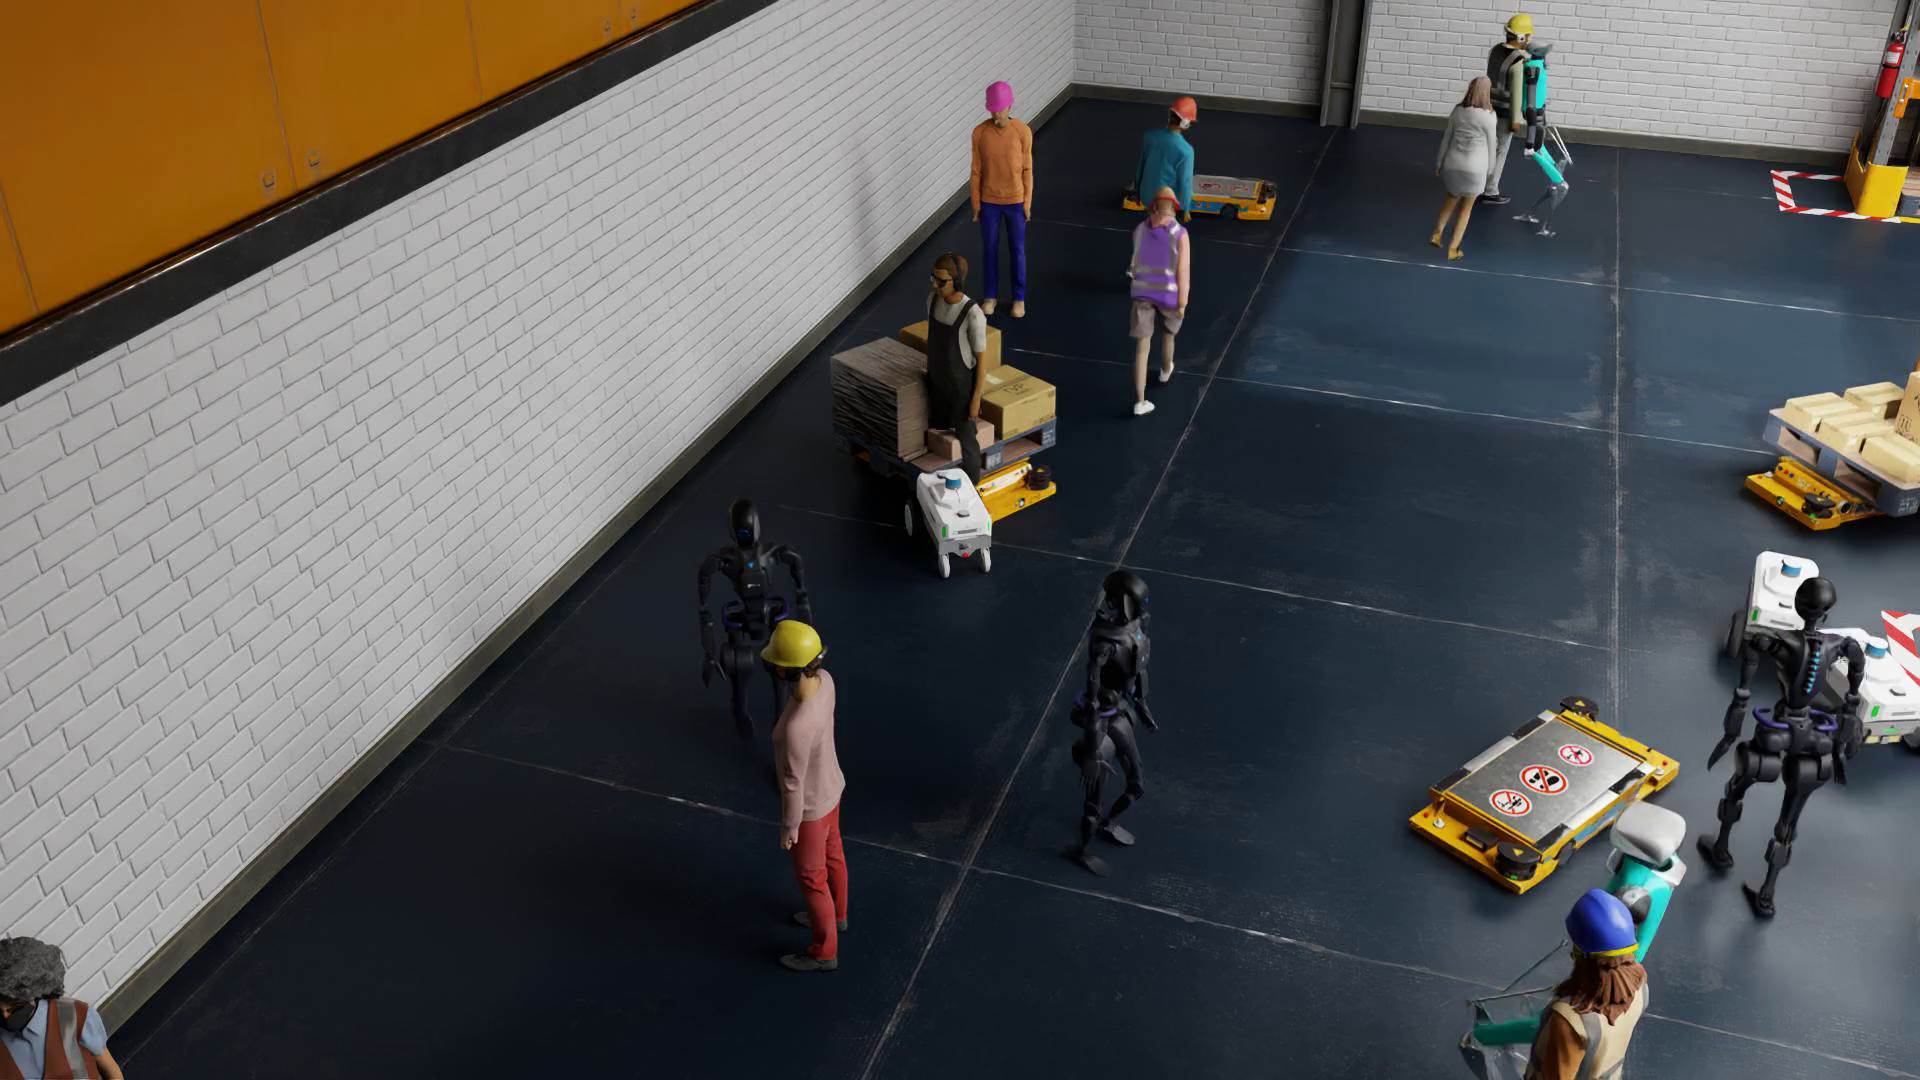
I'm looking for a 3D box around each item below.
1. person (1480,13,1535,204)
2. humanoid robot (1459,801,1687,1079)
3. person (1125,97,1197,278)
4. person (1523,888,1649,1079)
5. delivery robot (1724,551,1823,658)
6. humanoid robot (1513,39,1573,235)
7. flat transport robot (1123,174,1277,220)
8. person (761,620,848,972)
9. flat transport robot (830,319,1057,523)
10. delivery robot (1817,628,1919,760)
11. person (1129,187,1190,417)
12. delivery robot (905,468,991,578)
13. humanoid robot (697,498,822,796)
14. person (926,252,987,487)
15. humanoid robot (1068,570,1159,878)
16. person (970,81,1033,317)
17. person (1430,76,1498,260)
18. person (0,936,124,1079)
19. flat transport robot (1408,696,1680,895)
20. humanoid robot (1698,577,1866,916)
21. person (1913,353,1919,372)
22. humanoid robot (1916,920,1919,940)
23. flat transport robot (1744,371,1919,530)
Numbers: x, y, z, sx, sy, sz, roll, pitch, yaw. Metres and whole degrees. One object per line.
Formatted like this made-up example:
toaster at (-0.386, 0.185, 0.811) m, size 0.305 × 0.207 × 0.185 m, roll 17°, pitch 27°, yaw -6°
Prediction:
person at (5.312, -4.211, 16.260) m, size 0.403 × 1.824 × 0.594 m, roll -5°, pitch 31°, yaw -9°
humanoid robot at (2.227, 1.695, 6.332) m, size 0.697 × 1.833 × 0.536 m, roll 19°, pitch 36°, yaw 29°
person at (1.761, -2.915, 14.151) m, size 0.426 × 1.712 × 0.592 m, roll -19°, pitch 36°, yaw -29°
person at (2.118, 1.946, 5.828) m, size 0.478 × 1.772 × 0.321 m, roll -20°, pitch 36°, yaw -30°
delivery robot at (4.776, 0.386, 9.679) m, size 0.499 × 0.586 × 0.783 m, roll 13°, pitch 33°, yaw 21°
humanoid robot at (5.549, -3.737, 15.556) m, size 0.793 × 1.791 × 0.530 m, roll 12°, pitch 32°, yaw 19°
flat transport robot at (2.371, -3.391, 16.394) m, size 1.431 × 0.231 × 0.659 m, roll 7°, pitch 31°, yaw 13°
person at (-0.674, 1.114, 7.263) m, size 0.327 × 1.760 × 0.525 m, roll 6°, pitch 31°, yaw 10°
flat transport robot at (-0.067, -0.537, 11.539) m, size 0.659 × 0.231 × 1.431 m, roll -25°, pitch 38°, yaw -35°
delivery robot at (4.879, 0.806, 8.967) m, size 0.499 × 0.589 × 0.775 m, roll -2°, pitch 31°, yaw -3°
person at (1.478, -1.786, 12.316) m, size 0.469 × 1.617 × 0.920 m, roll 11°, pitch 32°, yaw 18°
delivery robot at (-0.046, -0.160, 10.607) m, size 0.499 × 0.586 × 0.773 m, roll -7°, pitch 31°, yaw -12°
humanoid robot at (-1.025, 0.470, 8.459) m, size 0.615 × 1.639 × 0.623 m, roll -7°, pitch 31°, yaw -12°
person at (-0.045, -0.979, 10.736) m, size 0.351 × 1.846 × 0.505 m, roll -25°, pitch 38°, yaw -35°
humanoid robot at (0.712, 0.860, 7.772) m, size 0.323 × 1.649 × 0.590 m, roll 17°, pitch 34°, yaw 26°
person at (0.339, -2.809, 13.728) m, size 0.522 × 1.972 × 0.401 m, roll 4°, pitch 31°, yaw 7°
person at (4.537, -3.330, 14.932) m, size 0.494 × 1.645 × 0.378 m, roll 25°, pitch 39°, yaw 36°
person at (-3.091, 2.041, 5.748) m, size 0.453 × 1.689 × 0.309 m, roll -14°, pitch 33°, yaw -22°
flat transport robot at (2.994, 1.269, 8.467) m, size 1.431 × 0.231 × 0.659 m, roll -23°, pitch 37°, yaw -34°
humanoid robot at (3.801, 0.939, 7.656) m, size 0.610 × 1.623 × 0.578 m, roll 3°, pitch 31°, yaw 5°
person at (6.646, -1.150, 11.036) m, size 0.533 × 1.836 × 0.875 m, roll 12°, pitch 33°, yaw 20°
humanoid robot at (4.592, 1.121, 7.323) m, size 0.540 × 1.846 × 0.740 m, roll 22°, pitch 37°, yaw 33°
flat transport robot at (6.157, -0.396, 11.298) m, size 1.431 × 0.231 × 0.659 m, roll -10°, pitch 32°, yaw -16°
